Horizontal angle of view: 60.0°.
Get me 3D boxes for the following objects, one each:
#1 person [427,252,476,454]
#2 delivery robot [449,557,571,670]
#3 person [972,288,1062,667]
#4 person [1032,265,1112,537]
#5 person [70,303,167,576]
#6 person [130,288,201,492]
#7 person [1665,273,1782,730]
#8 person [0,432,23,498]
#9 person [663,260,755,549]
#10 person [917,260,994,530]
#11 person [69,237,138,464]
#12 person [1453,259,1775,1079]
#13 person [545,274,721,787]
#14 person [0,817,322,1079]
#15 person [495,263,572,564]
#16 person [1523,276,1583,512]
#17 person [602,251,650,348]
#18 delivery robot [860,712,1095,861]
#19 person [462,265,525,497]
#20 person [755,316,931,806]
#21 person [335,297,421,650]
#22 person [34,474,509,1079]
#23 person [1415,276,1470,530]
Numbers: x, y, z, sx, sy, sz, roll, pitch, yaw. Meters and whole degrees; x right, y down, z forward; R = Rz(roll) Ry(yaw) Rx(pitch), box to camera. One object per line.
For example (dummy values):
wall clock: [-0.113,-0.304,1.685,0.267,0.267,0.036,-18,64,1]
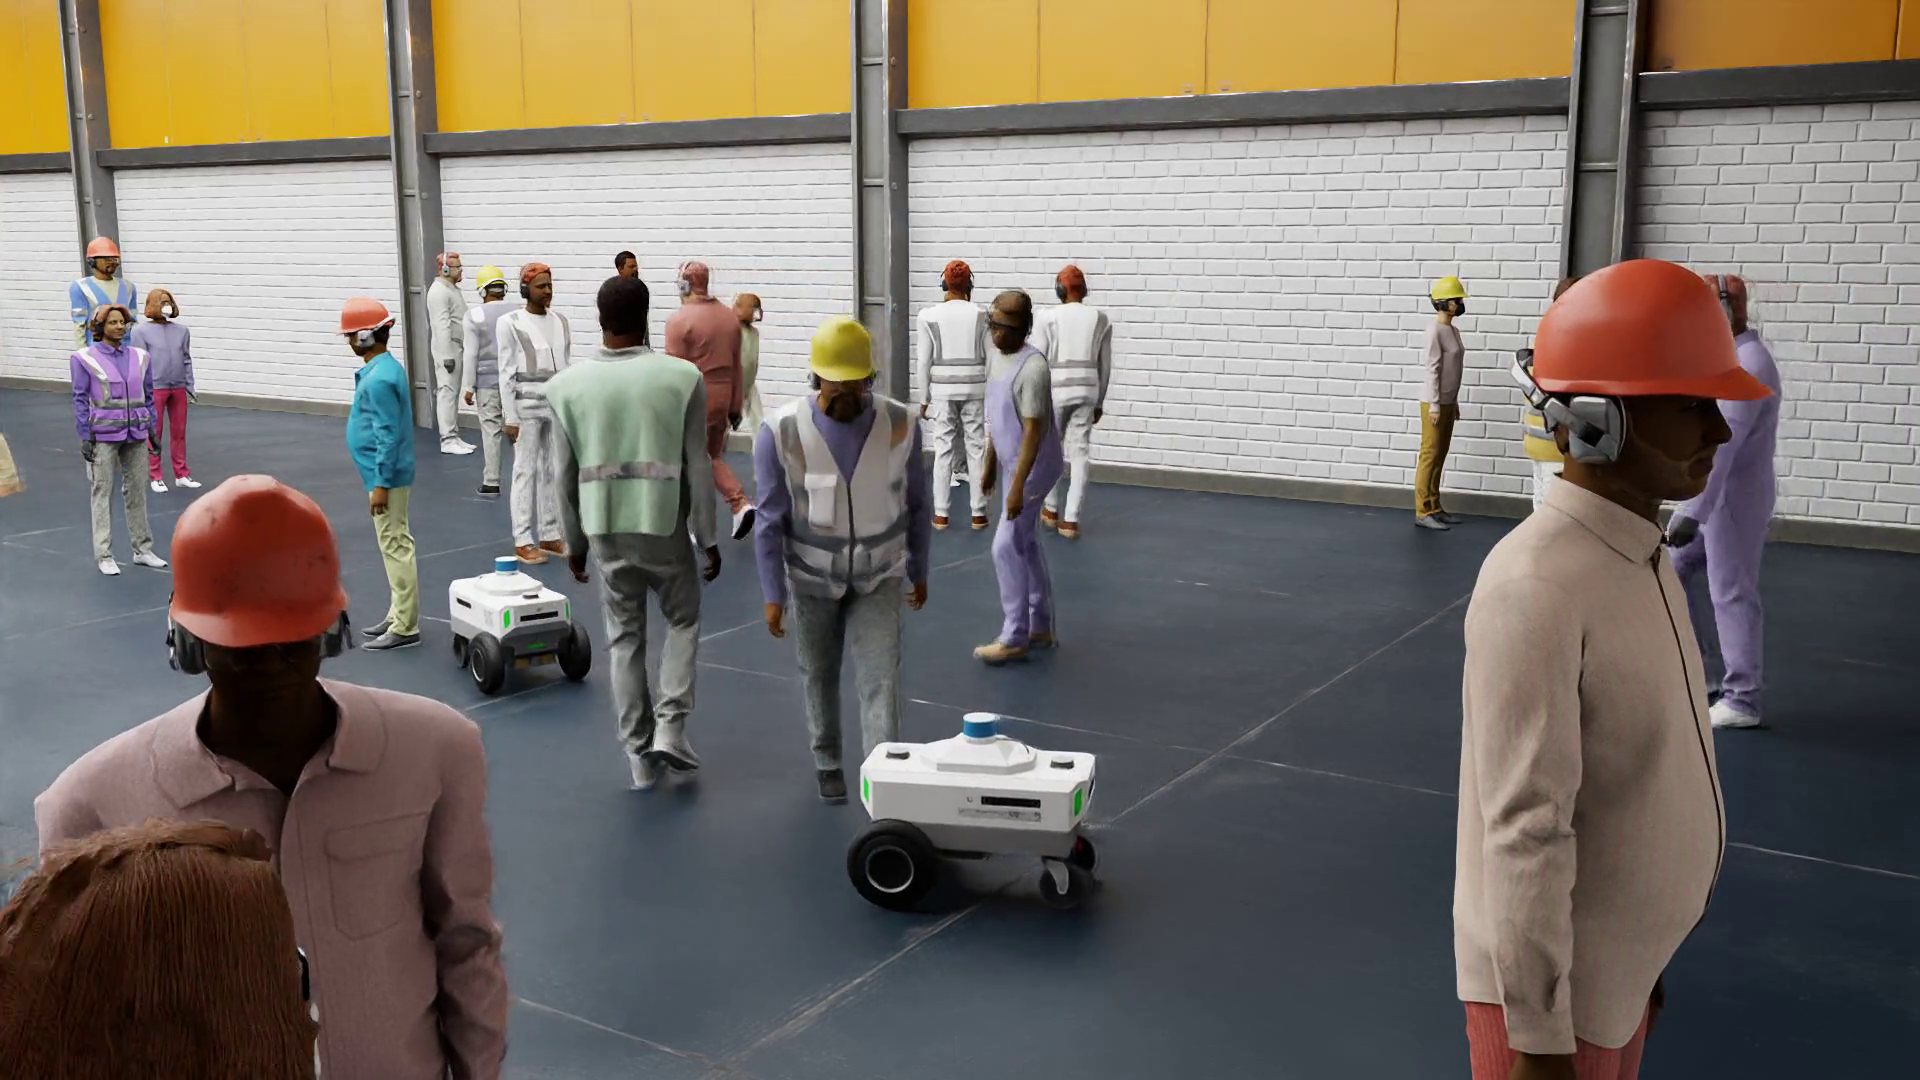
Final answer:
person: [-4.824,-1.776,15.839,0.403,1.911,0.637,-2,10,-9]
delivery robot: [-2.092,0.321,7.708,0.477,0.478,0.707,-8,13,-37]
person: [0.274,-0.294,7.907,0.589,1.800,0.551,-4,11,-20]
person: [0.745,-0.974,11.567,0.592,1.839,0.885,-1,10,-6]
person: [-5.139,-0.618,10.154,0.307,1.645,0.514,6,12,31]
person: [-6.426,-1.212,13.467,0.284,1.636,0.500,6,12,31]
person: [3.098,-0.151,6.892,0.587,1.884,0.661,2,10,11]
person: [-7.771,-1.281,12.726,0.695,2.000,1.045,4,11,20]
person: [-1.671,-0.868,10.863,0.484,1.893,0.661,6,12,30]
person: [-0.011,-1.004,11.637,0.575,1.882,0.355,0,10,-1]
person: [-7.687,-1.705,15.058,0.365,2.048,0.608,6,12,31]
person: [0.890,0.609,2.383,0.377,1.995,0.612,6,12,31]
person: [-1.193,-0.017,6.150,0.622,1.889,0.449,0,10,0]
person: [-0.555,0.993,1.271,0.349,1.616,0.525,-9,14,-41]
person: [-2.652,-0.795,10.498,0.347,1.879,0.592,7,12,32]
person: [3.123,-0.428,8.561,0.429,1.842,0.626,1,10,6]
person: [-3.145,-1.763,15.731,0.392,1.922,0.593,6,12,31]
delivery robot: [0.062,0.780,5.165,0.707,0.478,0.477,2,10,10]
person: [-3.653,-1.251,13.164,0.586,1.825,0.403,-9,13,-40]
person: [-0.380,0.131,5.655,0.609,1.767,0.944,-2,10,-9]
person: [-2.885,-0.329,8.268,0.339,1.745,0.561,-3,11,-16]
person: [-0.863,0.773,2.185,0.558,1.742,0.372,-6,12,-29]
person: [3.401,-0.963,11.719,0.303,1.772,0.525,6,12,31]
